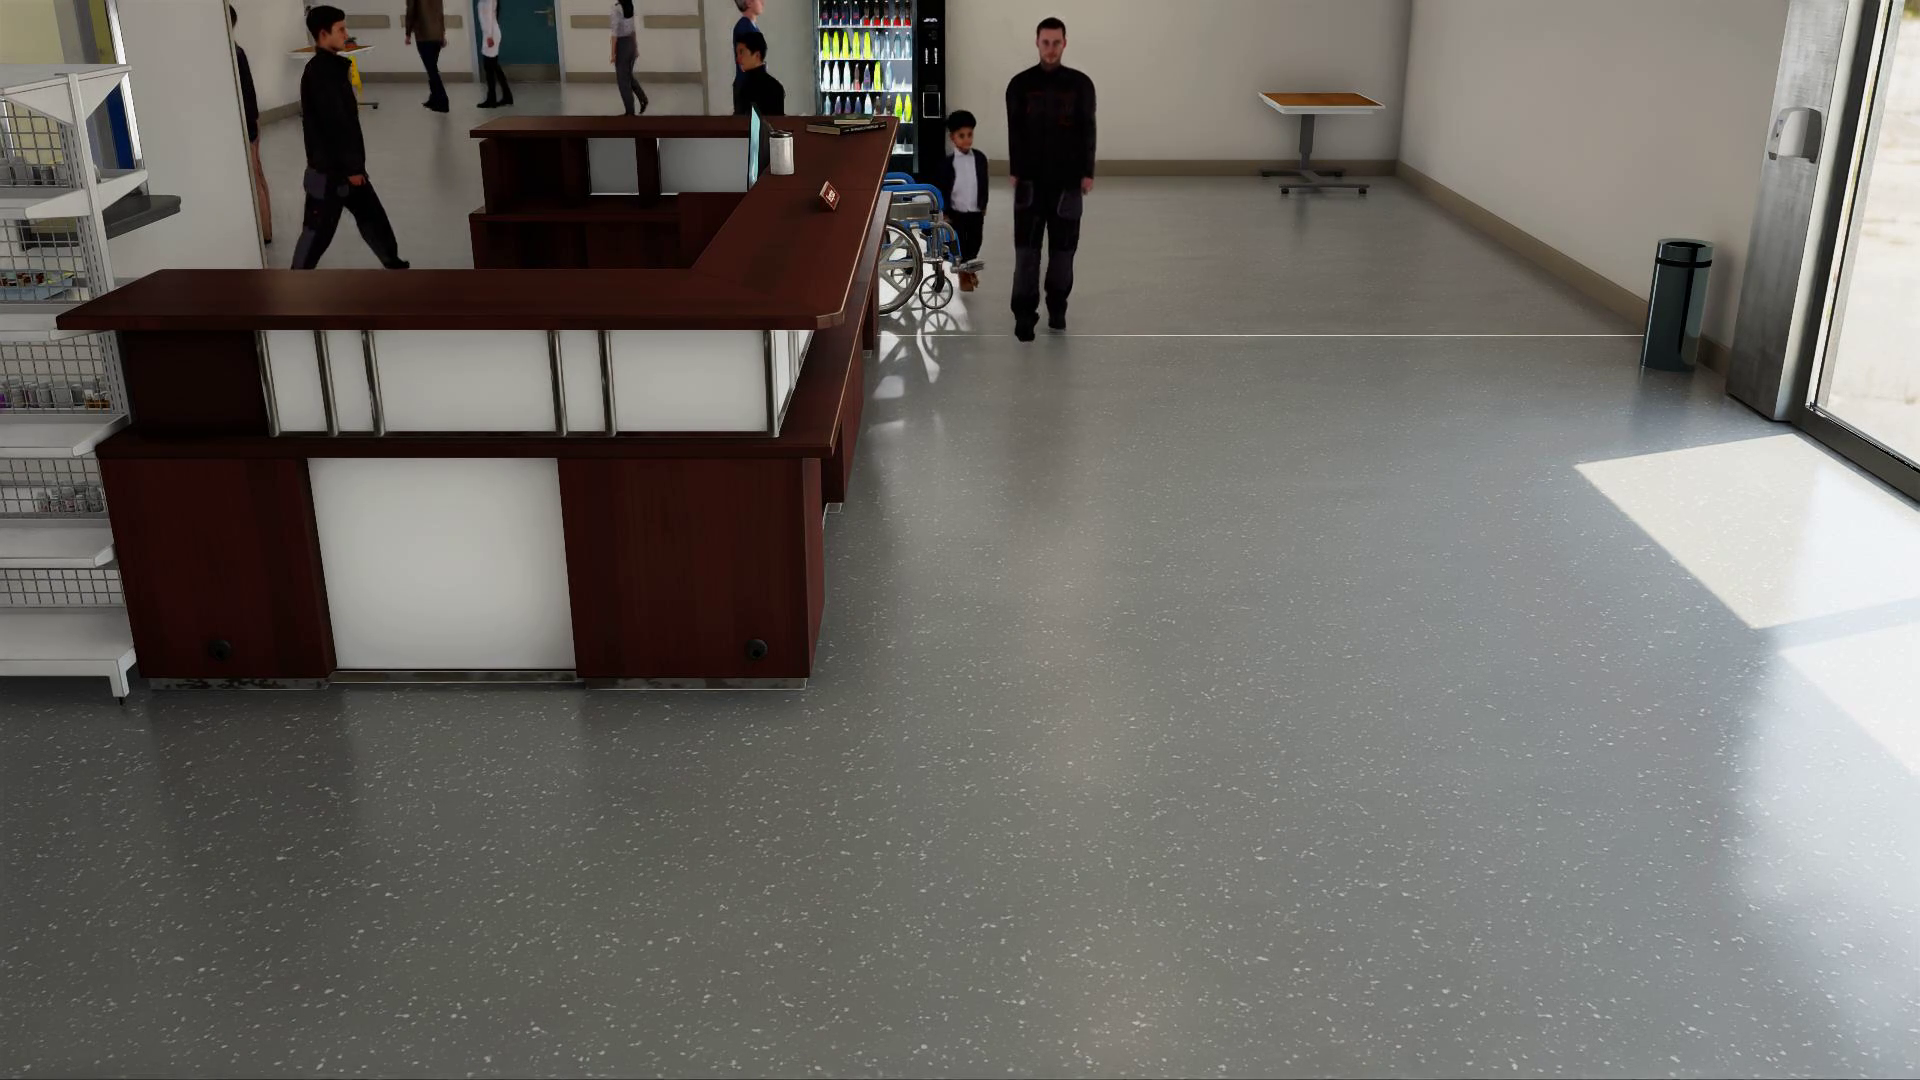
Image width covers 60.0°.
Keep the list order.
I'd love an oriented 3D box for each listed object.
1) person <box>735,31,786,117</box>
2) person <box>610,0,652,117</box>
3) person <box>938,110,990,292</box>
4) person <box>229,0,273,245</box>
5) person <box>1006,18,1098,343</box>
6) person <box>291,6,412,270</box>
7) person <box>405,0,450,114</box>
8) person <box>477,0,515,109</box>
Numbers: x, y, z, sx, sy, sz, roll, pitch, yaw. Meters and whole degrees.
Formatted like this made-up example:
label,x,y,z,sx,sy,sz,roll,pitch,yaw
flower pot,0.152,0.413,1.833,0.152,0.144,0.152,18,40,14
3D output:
label,x,y,z,sx,sy,sz,roll,pitch,yaw
person,-1.285,-2.701,11.735,0.920,1.707,0.854,-15,25,-34
person,-4.029,-5.996,20.410,0.830,1.724,0.753,9,22,22
person,0.006,-2.314,11.354,0.571,1.213,0.631,-5,21,-13
person,-5.653,-3.270,13.048,0.695,1.842,0.745,-6,22,-16
person,0.540,-2.175,10.115,1.054,1.872,0.793,1,21,4
person,-4.091,-2.381,10.624,1.315,1.897,0.970,-6,22,-15
person,-6.791,-6.458,21.435,0.930,1.862,0.844,12,24,28
person,-6.167,-6.643,22.008,0.769,1.802,0.707,-3,21,-9
